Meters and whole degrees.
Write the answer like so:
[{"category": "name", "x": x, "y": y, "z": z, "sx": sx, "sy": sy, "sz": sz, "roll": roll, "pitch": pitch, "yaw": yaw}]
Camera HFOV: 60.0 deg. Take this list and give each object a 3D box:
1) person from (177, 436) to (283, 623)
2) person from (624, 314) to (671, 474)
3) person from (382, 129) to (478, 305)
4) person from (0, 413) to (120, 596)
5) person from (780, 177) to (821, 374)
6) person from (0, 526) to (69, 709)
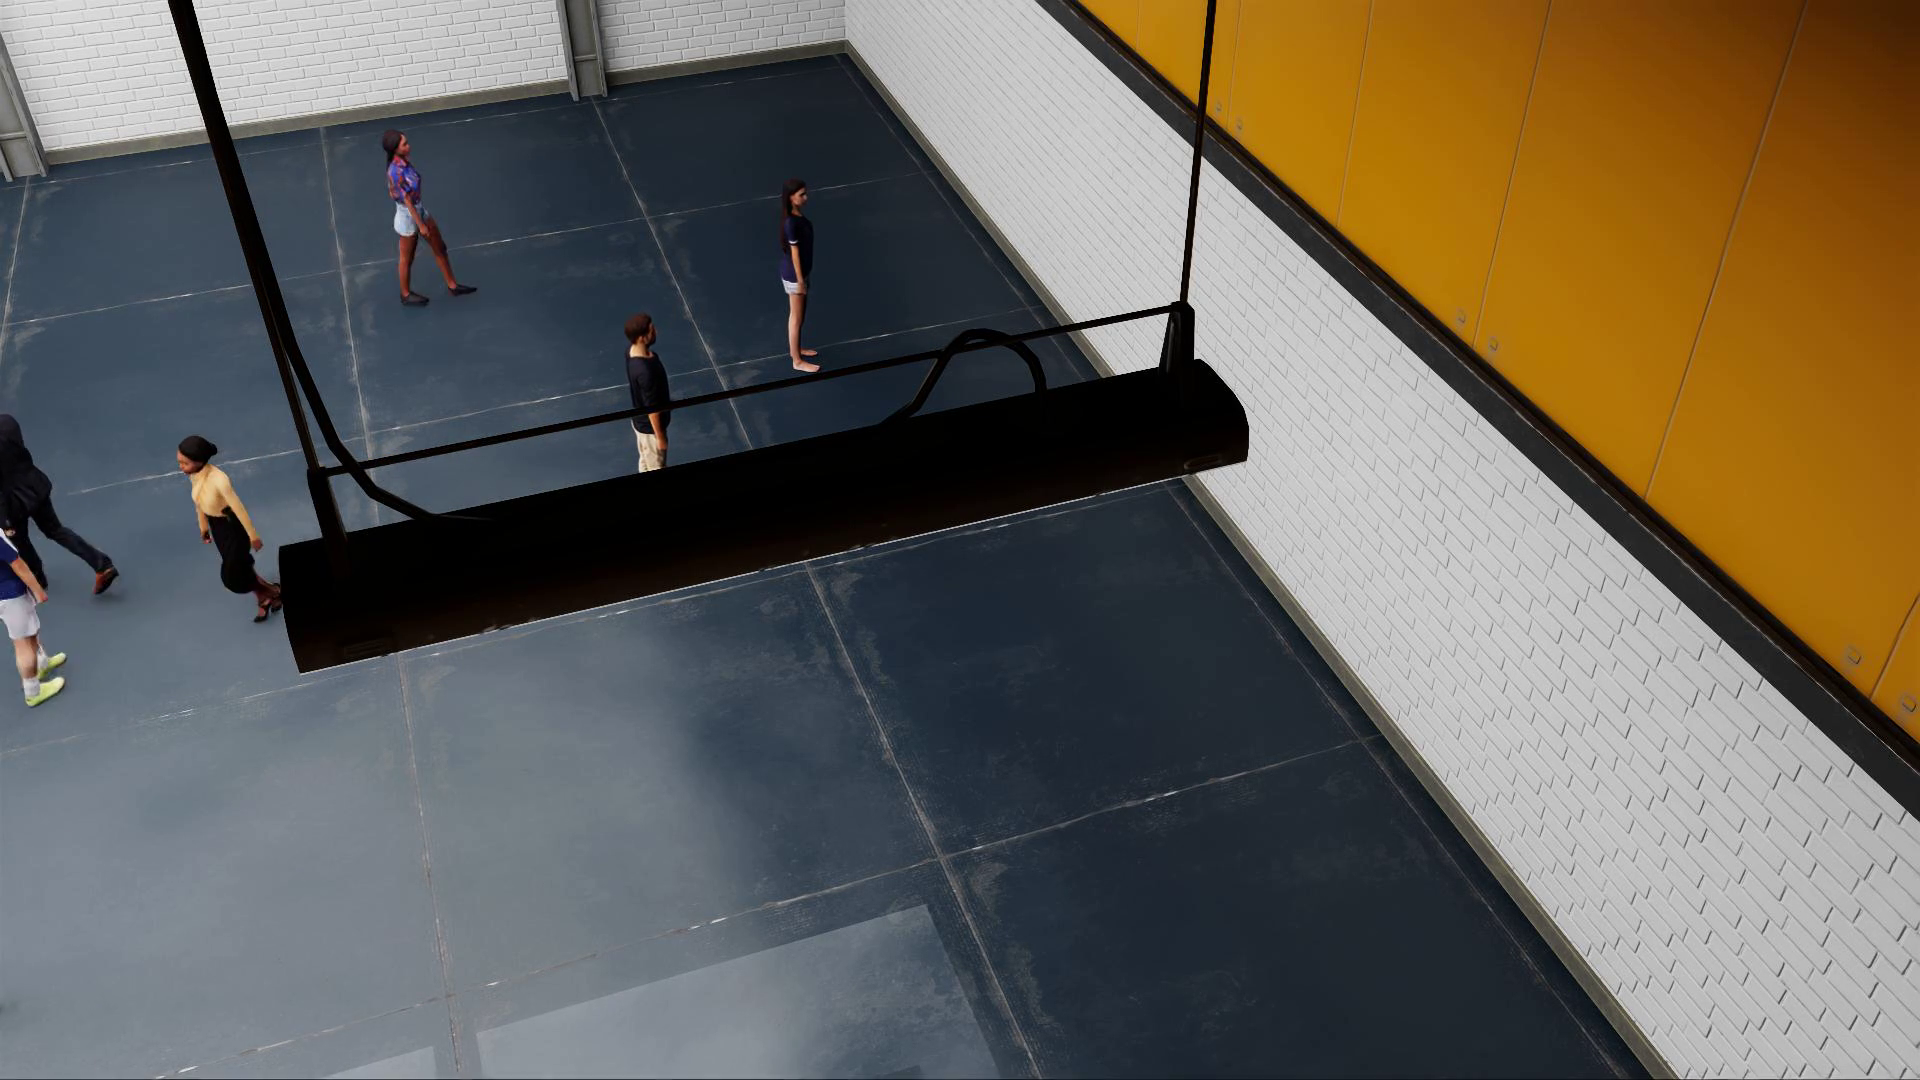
[{"category": "person", "x": -5.031, "y": -0.083, "z": 11.645, "sx": 0.774, "sy": 1.640, "sz": 0.828, "roll": 24, "pitch": 44, "yaw": 27}, {"category": "person", "x": -2.334, "y": -0.879, "z": 12.471, "sx": 0.534, "sy": 1.853, "sz": 0.630, "roll": -14, "pitch": 41, "yaw": -17}, {"category": "person", "x": -5.072, "y": -2.894, "z": 15.105, "sx": 1.011, "sy": 1.714, "sz": 0.799, "roll": 2, "pitch": 39, "yaw": 2}, {"category": "person", "x": -6.575, "y": -0.287, "z": 11.812, "sx": 1.277, "sy": 1.751, "sz": 1.055, "roll": 6, "pitch": 39, "yaw": 8}, {"category": "person", "x": -1.416, "y": -2.292, "z": 14.309, "sx": 0.618, "sy": 1.766, "sz": 0.638, "roll": -3, "pitch": 39, "yaw": -3}, {"category": "person", "x": -6.373, "y": 0.374, "z": 10.933, "sx": 0.836, "sy": 1.814, "sz": 0.901, "roll": 14, "pitch": 41, "yaw": 17}]
